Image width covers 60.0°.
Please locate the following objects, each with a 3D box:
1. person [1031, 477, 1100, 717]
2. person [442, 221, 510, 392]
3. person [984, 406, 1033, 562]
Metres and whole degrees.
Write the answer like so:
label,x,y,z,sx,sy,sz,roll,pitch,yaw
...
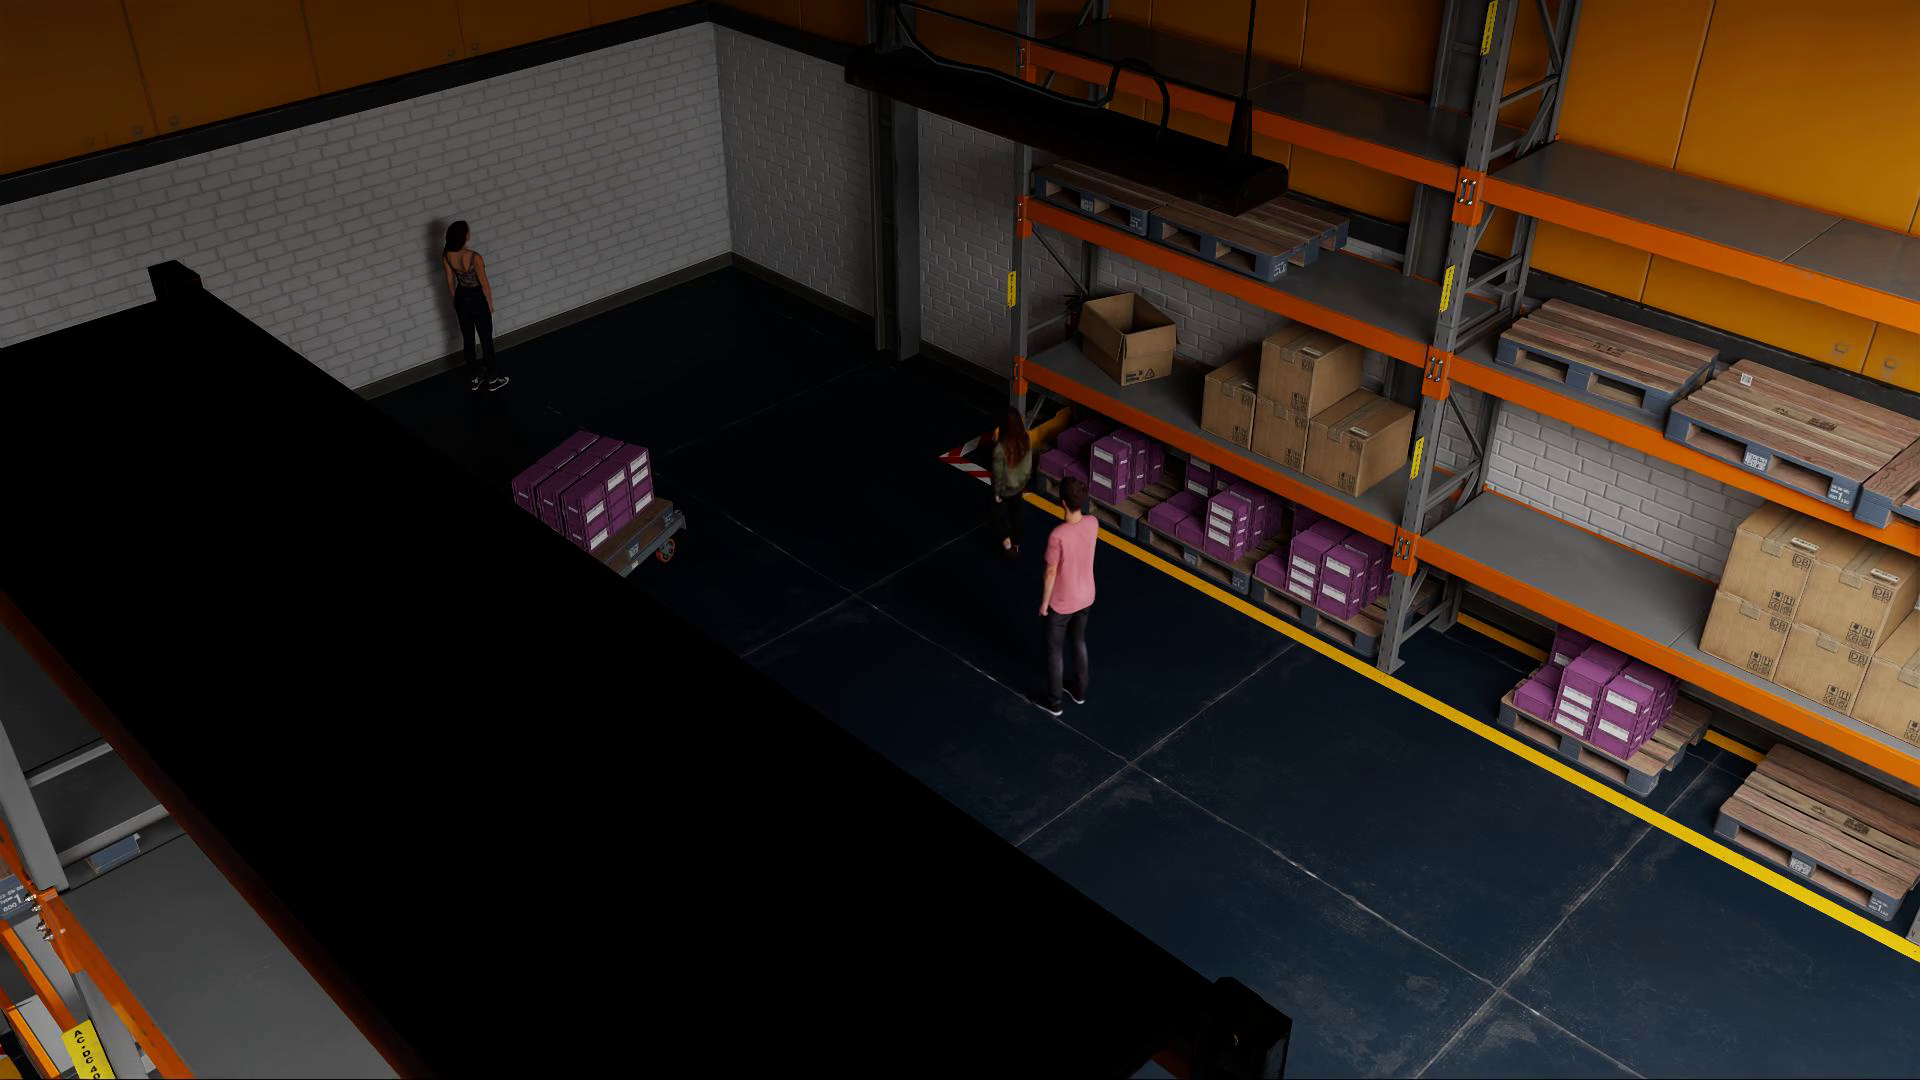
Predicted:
label,x,y,z,sx,sy,sz,roll,pitch,yaw
person,0.809,0.422,12.196,0.642,1.957,0.572,-25,41,-32
person,-4.840,-2.324,16.497,0.646,1.769,0.755,9,35,13
person,0.462,-0.440,13.933,0.611,1.468,0.596,-25,41,-32
